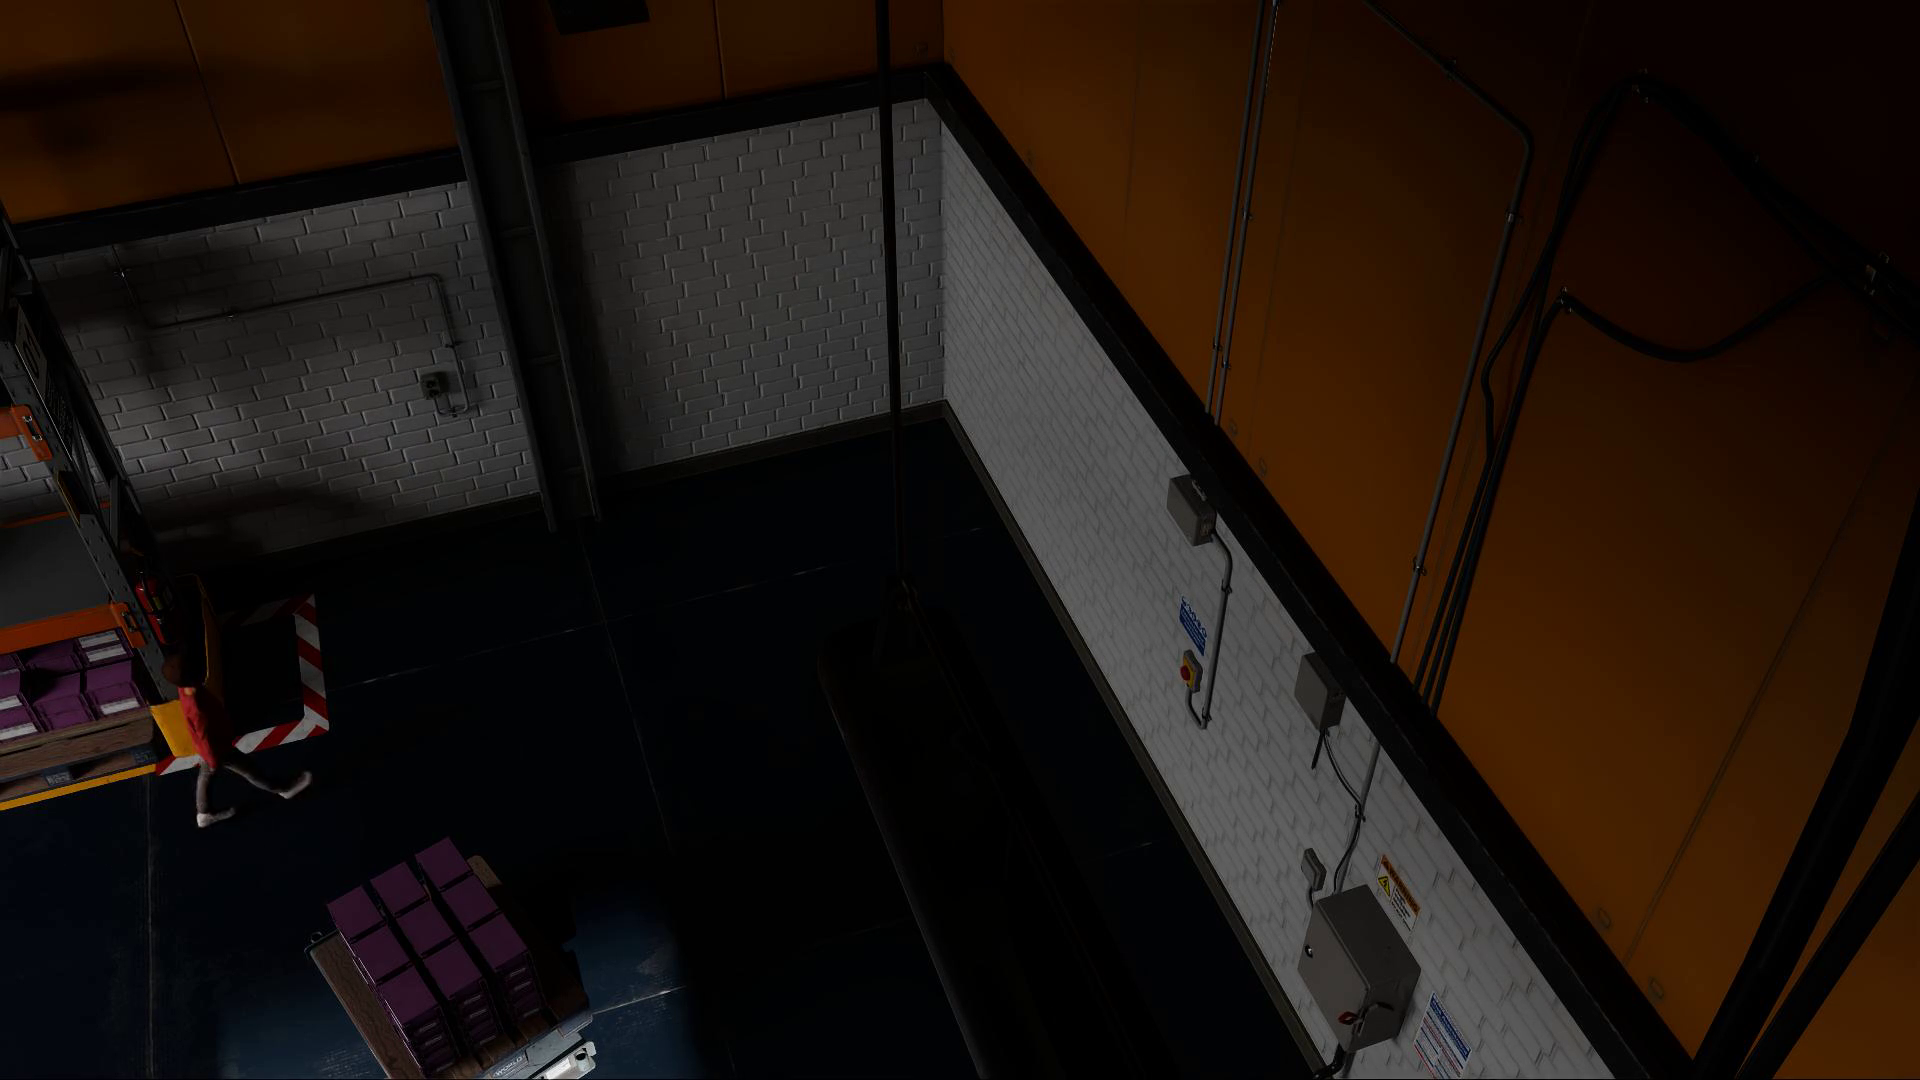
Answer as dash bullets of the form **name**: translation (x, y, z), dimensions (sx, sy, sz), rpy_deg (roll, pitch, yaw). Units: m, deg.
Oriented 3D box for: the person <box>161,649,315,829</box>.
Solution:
- **person**: translation (-4.497, 1.224, 9.862), dimensions (0.992, 1.382, 0.691), rpy_deg (-26, 49, -25)
